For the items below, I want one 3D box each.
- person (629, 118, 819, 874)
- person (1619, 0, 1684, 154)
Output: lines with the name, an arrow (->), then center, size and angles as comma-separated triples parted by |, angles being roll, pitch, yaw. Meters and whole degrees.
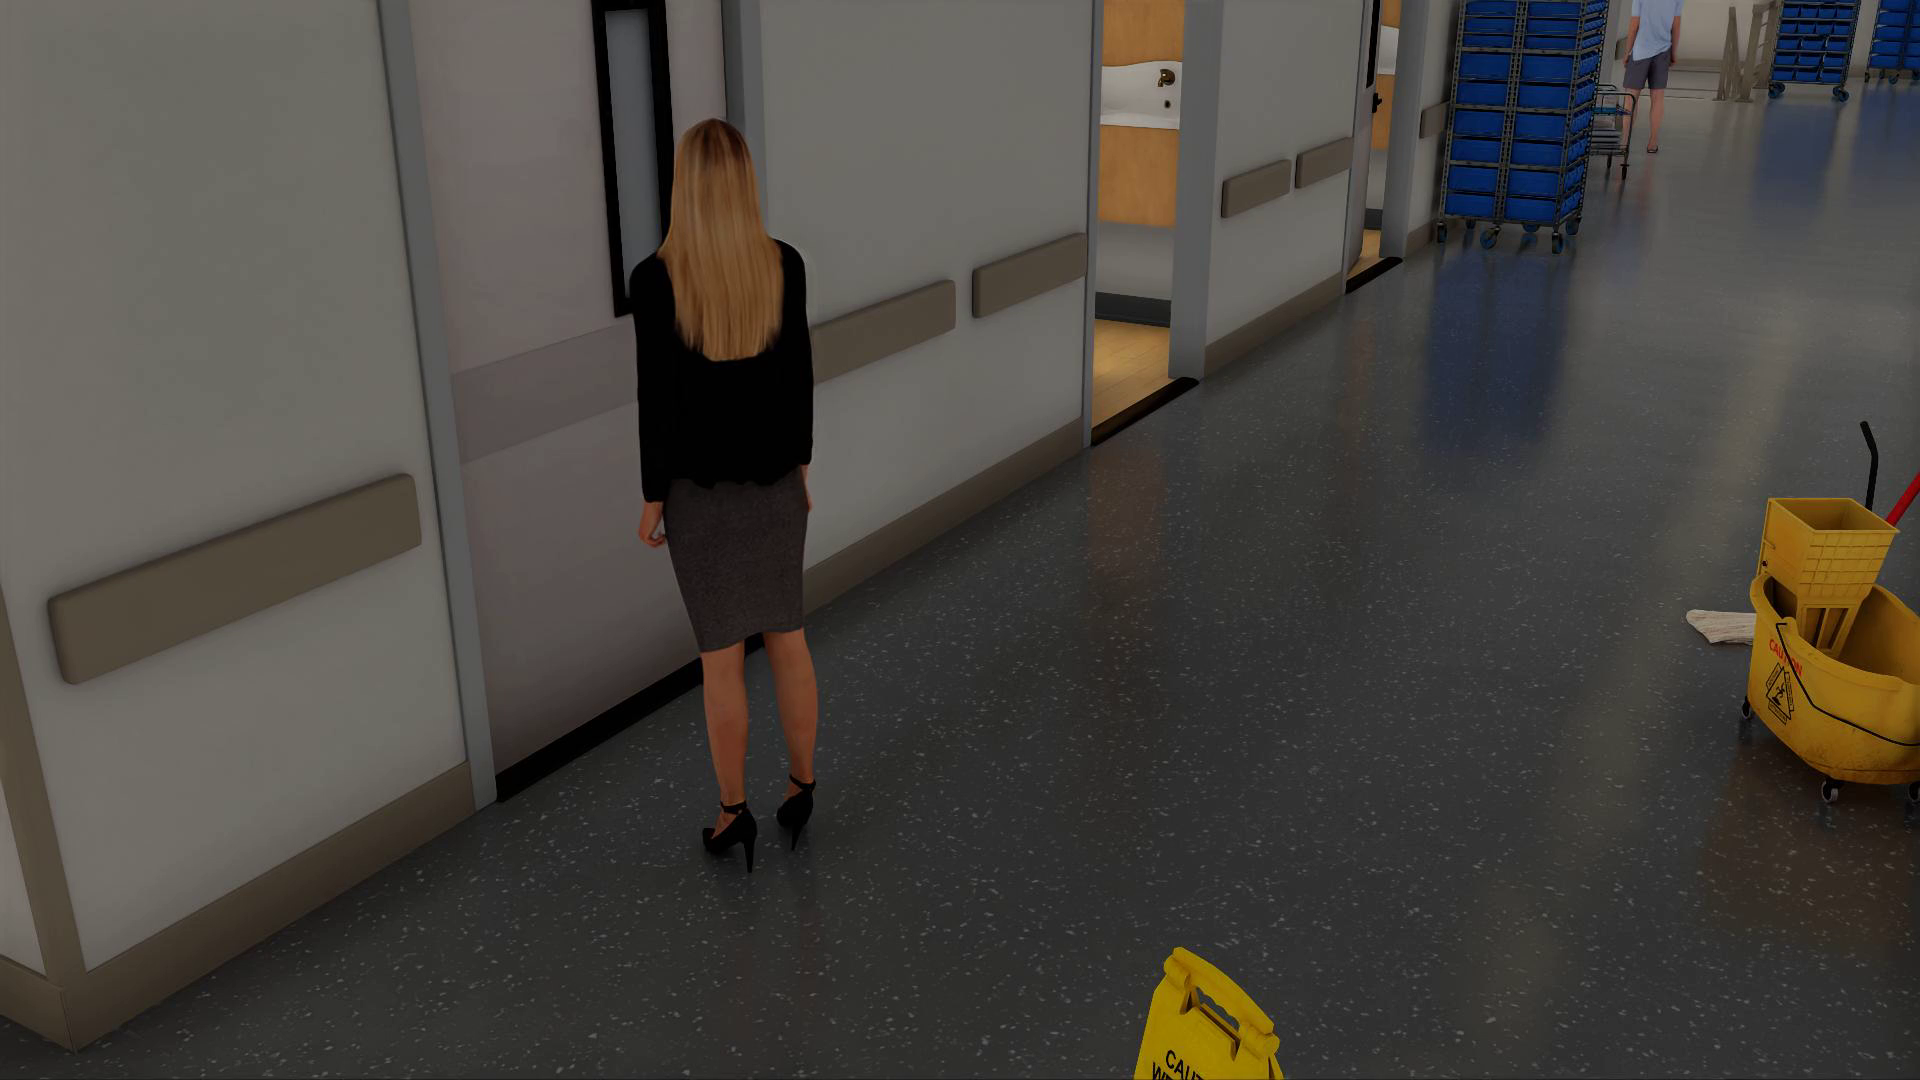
person -> -0.536, -0.071, 3.992 | 0.640, 1.843, 0.747 | -12, 24, -29
person -> 6.814, -4.775, 16.430 | 0.728, 1.831, 0.680 | 4, 21, 9
